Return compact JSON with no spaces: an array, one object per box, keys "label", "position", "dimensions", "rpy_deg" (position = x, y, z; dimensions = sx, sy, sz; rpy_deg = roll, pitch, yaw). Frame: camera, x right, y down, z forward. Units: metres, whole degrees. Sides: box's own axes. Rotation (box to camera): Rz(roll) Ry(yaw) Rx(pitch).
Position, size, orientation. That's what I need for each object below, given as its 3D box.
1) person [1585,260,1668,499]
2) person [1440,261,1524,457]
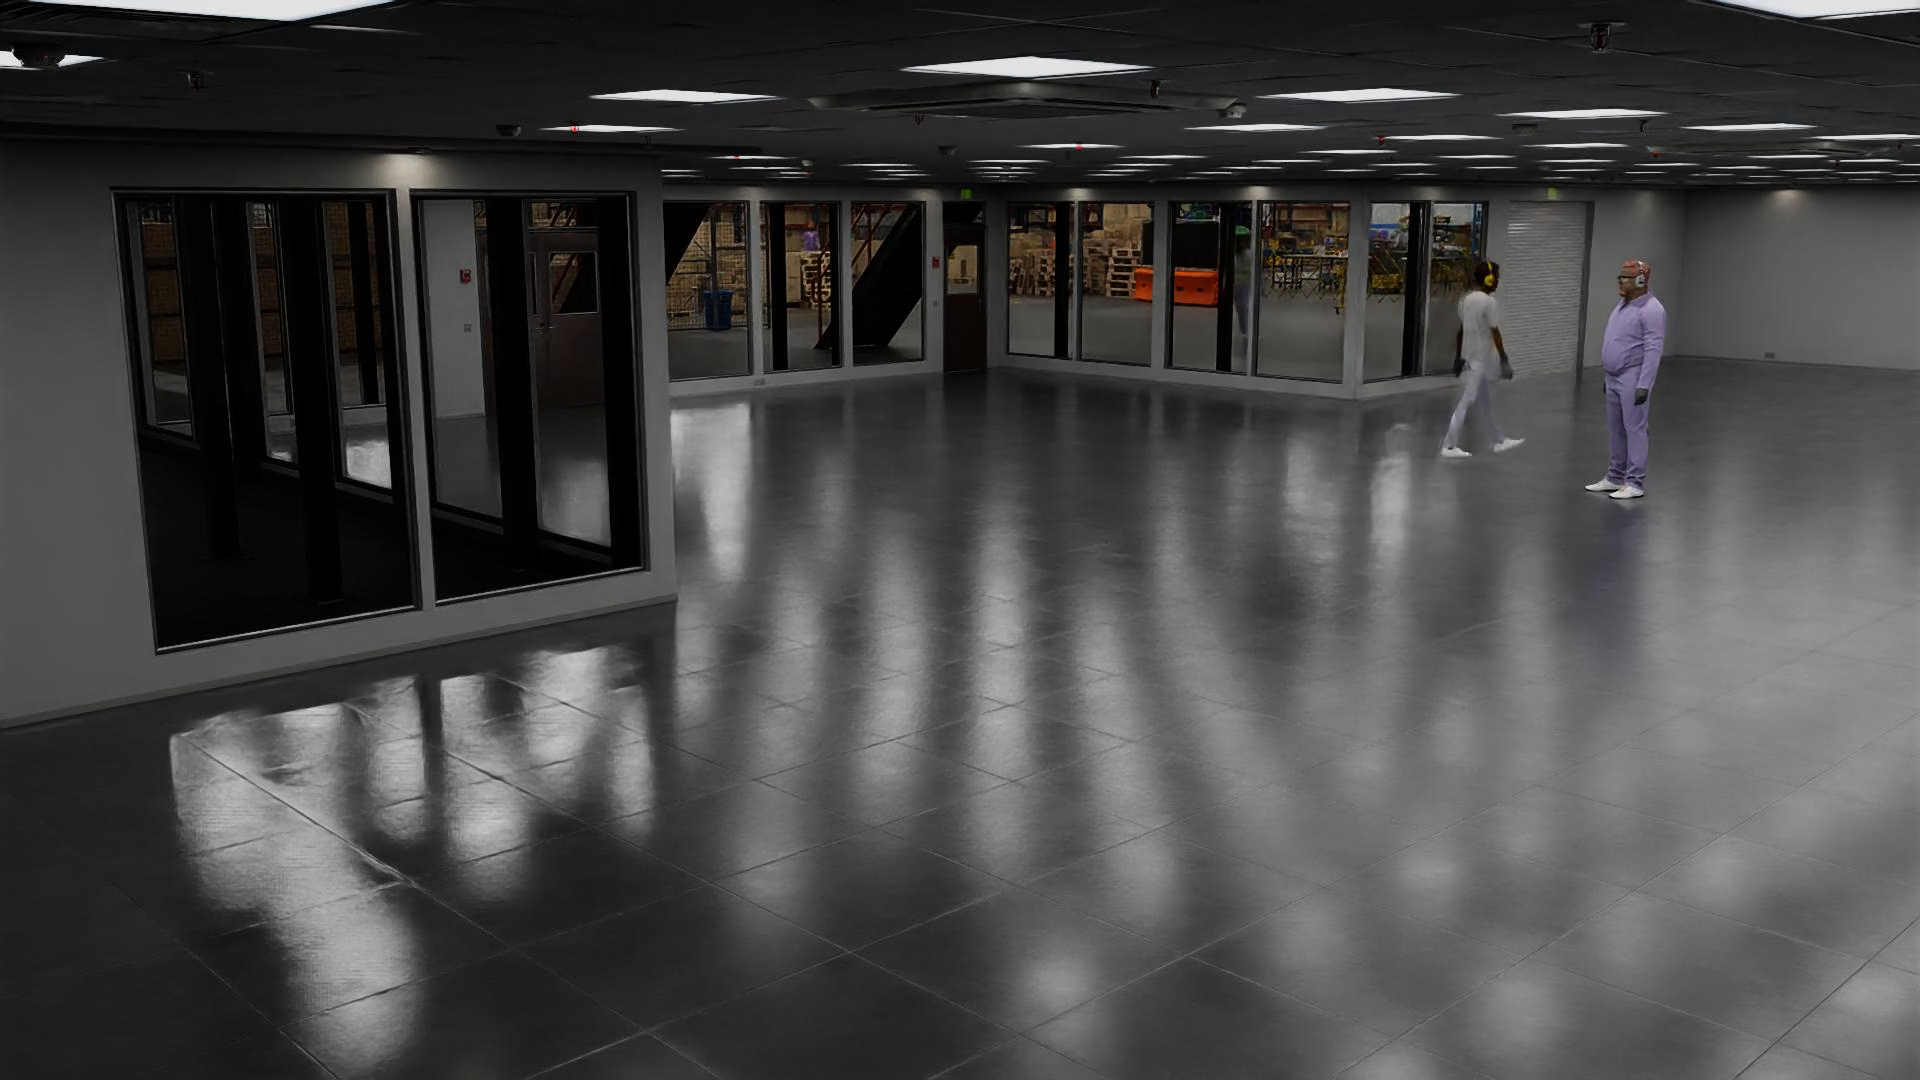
[{"label":"person","position":[5.378,-1.291,13.430],"dimensions":[0.406,1.911,0.639],"rpy_deg":[-1,11,-6]},{"label":"person","position":[4.948,-1.670,15.542],"dimensions":[0.939,1.825,0.540],"rpy_deg":[-1,11,-7]}]
